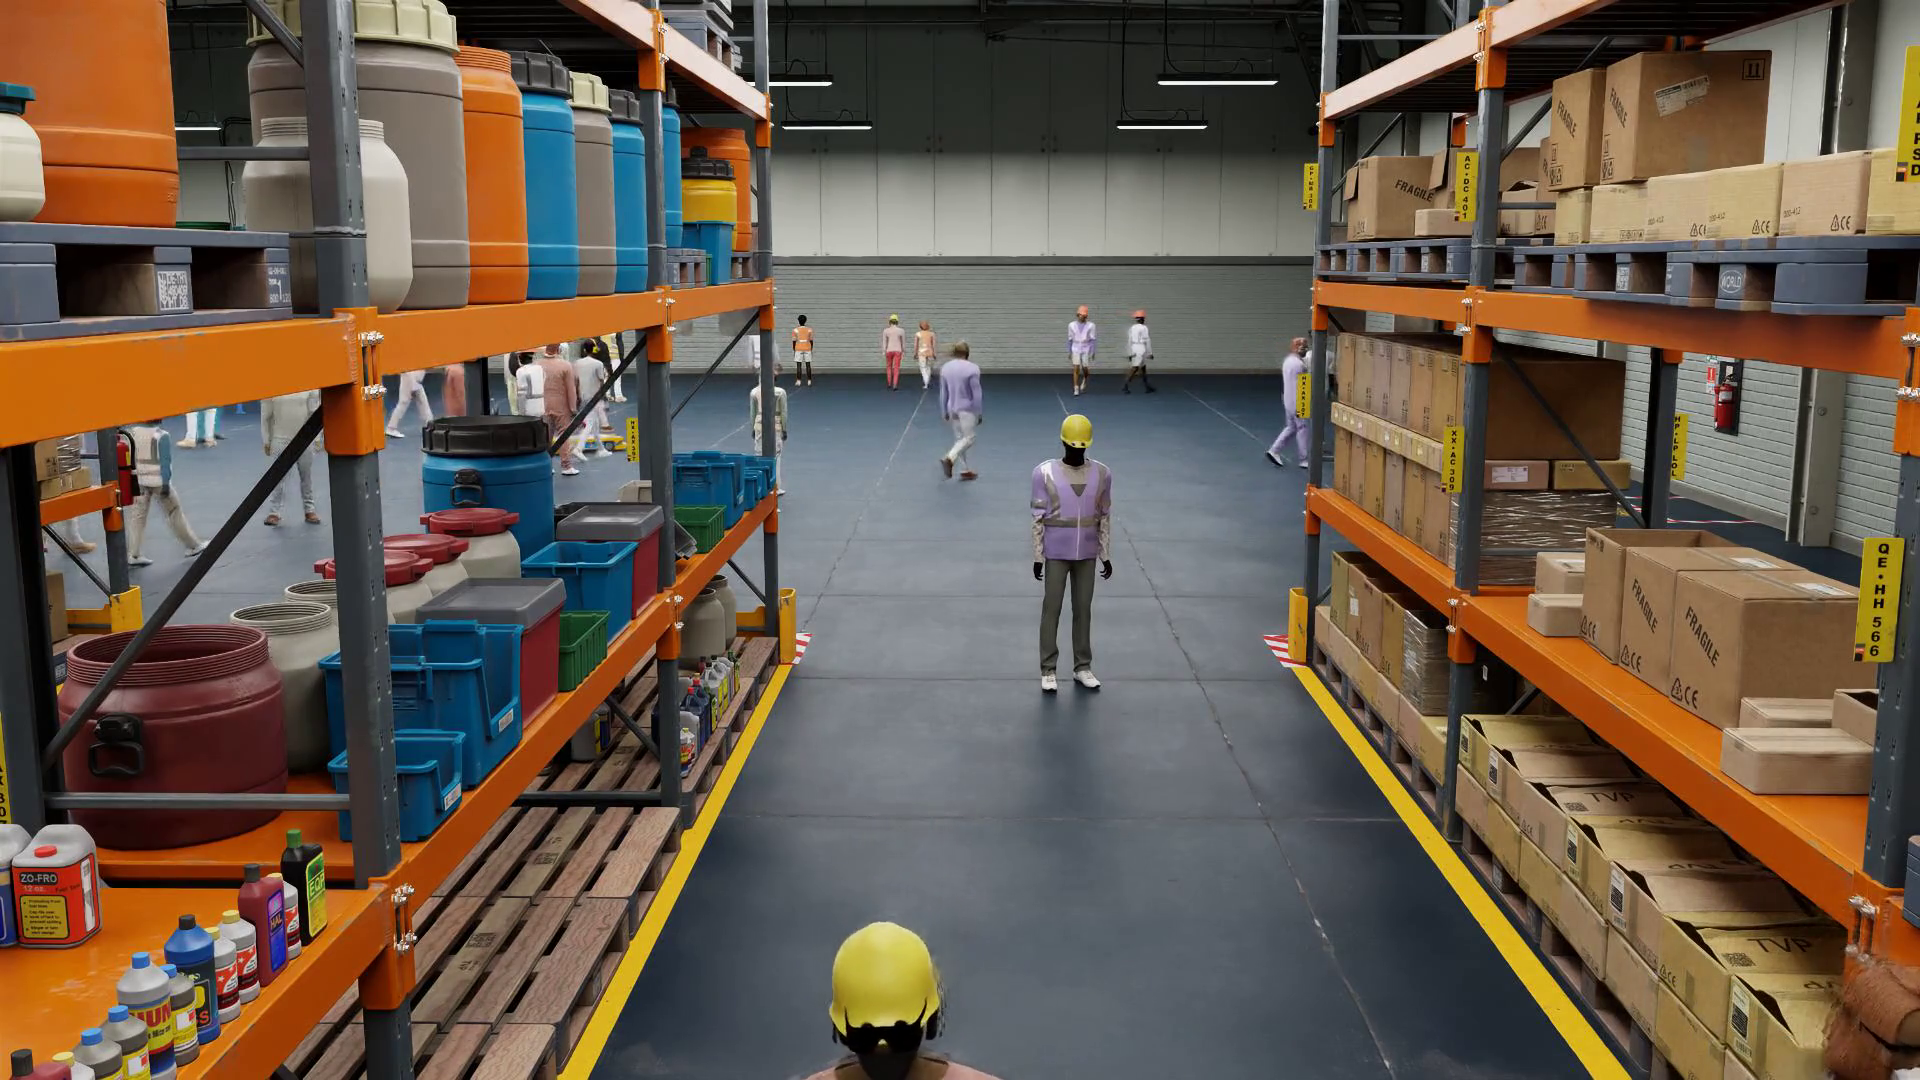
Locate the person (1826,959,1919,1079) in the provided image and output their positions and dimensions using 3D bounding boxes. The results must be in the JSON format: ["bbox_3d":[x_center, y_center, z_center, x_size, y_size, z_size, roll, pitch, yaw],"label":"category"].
[{"bbox_3d":[1.823,1.592,3.369,0.502,1.612,0.682,-1,10,-6],"label":"person"}]

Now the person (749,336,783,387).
[{"bbox_3d":[-3.900,-3.530,33.234,0.614,1.907,0.965,7,12,36],"label":"person"}]

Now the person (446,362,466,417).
[{"bbox_3d":[-6.647,-1.695,22.098,1.004,1.949,0.634,-3,10,-15],"label":"person"}]

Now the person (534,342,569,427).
[{"bbox_3d":[-7.296,-2.954,29.709,0.625,1.922,0.748,-1,10,-9],"label":"person"}]

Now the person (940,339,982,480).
[{"bbox_3d":[-0.012,-1.745,22.453,0.638,1.924,0.737,8,13,41],"label":"person"}]

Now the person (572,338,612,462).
[{"bbox_3d":[-5.561,-2.115,24.963,0.541,1.832,0.956,5,11,27],"label":"person"}]

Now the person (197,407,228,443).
[{"bbox_3d":[-12.330,-2.524,27.398,0.649,1.817,0.580,-6,11,-31],"label":"person"}]

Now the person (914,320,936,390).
[{"bbox_3d":[-0.779,-4.289,38.612,0.532,1.617,0.647,-4,10,-23],"label":"person"}]

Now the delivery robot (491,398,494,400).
[{"bbox_3d":[-9.110,-2.787,31.854,0.335,0.223,0.698,-2,10,-14],"label":"delivery robot"}]

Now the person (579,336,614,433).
[{"bbox_3d":[-6.389,-2.821,28.855,0.713,1.942,0.815,6,11,30],"label":"person"}]

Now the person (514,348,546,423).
[{"bbox_3d":[-5.832,-1.720,22.327,0.725,1.907,0.559,5,11,26],"label":"person"}]

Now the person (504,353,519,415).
[{"bbox_3d":[-8.056,-2.899,30.277,0.511,1.616,0.467,7,12,35],"label":"person"}]

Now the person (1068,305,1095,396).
[{"bbox_3d":[2.723,-4.249,37.193,0.606,2.022,0.719,1,10,9],"label":"person"}]

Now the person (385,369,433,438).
[{"bbox_3d":[-9.242,-2.633,28.072,1.016,1.832,0.700,-1,10,-5],"label":"person"}]

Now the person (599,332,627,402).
[{"bbox_3d":[-7.394,-3.872,35.433,0.631,1.843,0.429,5,11,27],"label":"person"}]

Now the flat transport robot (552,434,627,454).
[{"bbox_3d":[-5.954,-1.524,26.191,1.431,0.197,0.652,-7,12,-35],"label":"flat transport robot"}]

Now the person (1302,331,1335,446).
[{"bbox_3d":[5.628,-2.385,26.326,0.612,1.920,1.033,-1,10,-9],"label":"person"}]

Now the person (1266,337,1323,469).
[{"bbox_3d":[4.842,-1.979,23.973,0.747,1.886,0.667,-1,9,-4],"label":"person"}]

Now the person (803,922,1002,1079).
[{"bbox_3d":[-0.121,1.545,3.281,0.531,1.739,0.737,-1,9,-3],"label":"person"}]

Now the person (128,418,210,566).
[{"bbox_3d":[-7.882,-0.569,16.390,0.516,1.595,0.855,4,10,22],"label":"person"}]

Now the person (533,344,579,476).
[{"bbox_3d":[-5.619,-1.852,23.141,0.654,1.905,0.408,2,10,14],"label":"person"}]

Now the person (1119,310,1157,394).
[{"bbox_3d":[4.002,-4.249,37.577,1.022,1.888,0.556,-5,11,-28],"label":"person"}]

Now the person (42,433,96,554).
[{"bbox_3d":[-9.109,-0.737,16.742,0.630,1.822,0.636,8,12,39],"label":"person"}]

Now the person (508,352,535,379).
[{"bbox_3d":[-7.804,-3.030,29.925,0.628,2.000,0.753,-2,10,-11],"label":"person"}]

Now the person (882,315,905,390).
[{"bbox_3d":[-1.542,-4.383,38.834,0.520,1.720,0.858,0,9,3],"label":"person"}]

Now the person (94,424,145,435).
[{"bbox_3d":[-13.885,-2.465,27.563,0.900,1.644,0.544,-4,10,-20],"label":"person"}]

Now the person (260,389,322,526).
[{"bbox_3d":[-7.533,-1.103,18.713,0.695,1.908,0.704,-4,10,-22],"label":"person"}]

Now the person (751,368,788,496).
[{"bbox_3d":[-2.427,-1.386,21.181,0.510,1.628,0.320,3,10,19],"label":"person"}]

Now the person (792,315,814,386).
[{"bbox_3d":[-3.776,-4.554,39.952,0.535,1.697,0.318,-3,10,-19],"label":"person"}]

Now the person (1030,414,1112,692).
[{"bbox_3d":[0.778,0.085,11.506,0.585,1.917,0.380,-3,10,-16],"label":"person"}]

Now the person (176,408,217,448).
[{"bbox_3d":[-12.267,-2.403,26.773,0.764,1.803,0.461,-6,11,-34],"label":"person"}]
